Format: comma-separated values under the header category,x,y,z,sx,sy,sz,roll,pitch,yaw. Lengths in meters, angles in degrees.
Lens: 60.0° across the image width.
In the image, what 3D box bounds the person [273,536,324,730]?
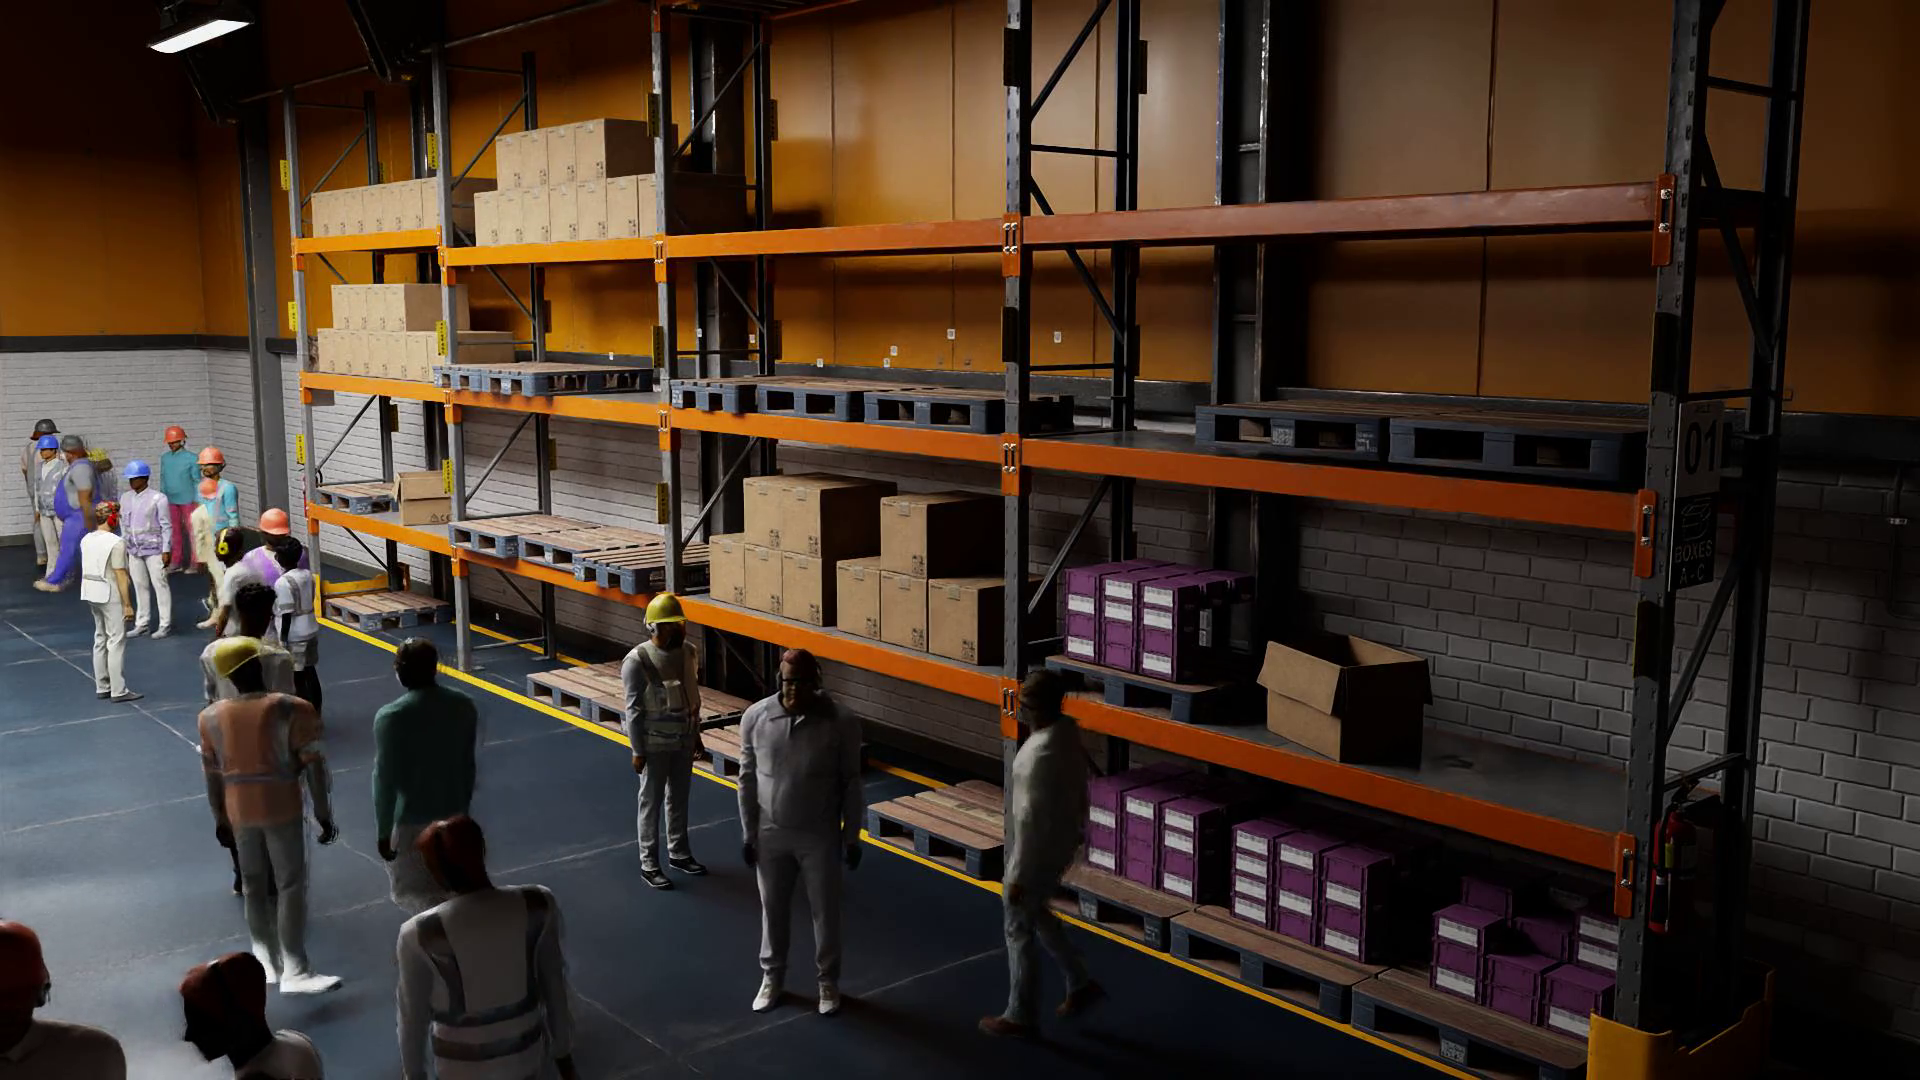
category,x,y,z,sx,sy,sz,roll,pitch,yaw
person,-5.556,0.806,13.919,0.318,1.698,0.539,1,8,4

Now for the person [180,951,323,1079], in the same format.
category,x,y,z,sx,sy,sz,roll,pitch,yaw
person,-1.919,2.052,4.700,0.392,1.873,0.641,-1,8,-8

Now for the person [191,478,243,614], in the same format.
category,x,y,z,sx,sy,sz,roll,pitch,yaw
person,-8.256,0.151,18.435,0.596,1.711,0.583,4,9,24

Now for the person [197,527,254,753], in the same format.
category,x,y,z,sx,sy,sz,roll,pitch,yaw
person,-5.815,0.828,13.296,0.622,1.839,0.573,-3,9,-20

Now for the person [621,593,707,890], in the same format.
category,x,y,z,sx,sy,sz,roll,pitch,yaw
person,-1.827,1.242,10.418,0.404,1.837,0.592,6,10,35

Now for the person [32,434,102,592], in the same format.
category,x,y,z,sx,sy,sz,roll,pitch,yaw
person,-11.106,-0.375,20.950,1.043,2.000,0.688,-3,9,-19

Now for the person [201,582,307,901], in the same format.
category,x,y,z,sx,sy,sz,roll,pitch,yaw
person,-4.275,1.227,10.133,0.605,1.954,0.397,2,8,12

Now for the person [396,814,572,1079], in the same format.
category,x,y,z,sx,sy,sz,roll,pitch,yaw
person,-1.713,1.871,5.999,0.611,1.860,0.445,-5,10,-33

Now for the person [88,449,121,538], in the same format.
category,x,y,z,sx,sy,sz,roll,pitch,yaw
person,-11.148,-0.321,21.660,0.491,1.731,0.324,5,10,30

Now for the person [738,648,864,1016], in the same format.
category,x,y,z,sx,sy,sz,roll,pitch,yaw
person,-0.815,1.484,8.514,0.654,1.904,0.404,1,8,6

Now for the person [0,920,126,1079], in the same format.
category,x,y,z,sx,sy,sz,roll,pitch,yaw
person,-2.614,2.005,4.623,0.620,1.987,0.411,-4,9,-24

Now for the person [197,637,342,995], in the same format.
category,x,y,z,sx,sy,sz,roll,pitch,yaw
person,-3.640,1.453,8.820,0.727,1.885,0.388,0,8,-1

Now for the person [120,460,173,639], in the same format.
category,x,y,z,sx,sy,sz,roll,pitch,yaw
person,-8.781,0.105,17.938,0.608,1.946,0.406,2,9,16

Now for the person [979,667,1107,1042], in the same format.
category,x,y,z,sx,sy,sz,roll,pitch,yaw
person,0.377,1.534,8.137,0.534,1.906,0.661,3,9,19

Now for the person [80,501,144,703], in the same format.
category,x,y,z,sx,sy,sz,roll,pitch,yaw
person,-7.748,0.568,15.119,0.560,1.836,0.394,5,10,32

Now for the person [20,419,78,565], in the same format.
category,x,y,z,sx,sy,sz,roll,pitch,yaw
person,-12.553,-0.663,22.958,0.675,2.000,0.537,4,9,28

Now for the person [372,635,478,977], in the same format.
category,x,y,z,sx,sy,sz,roll,pitch,yaw
person,-2.725,1.453,8.688,0.721,1.915,0.652,5,10,31

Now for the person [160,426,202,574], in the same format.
category,x,y,z,sx,sy,sz,roll,pitch,yaw
person,-10.428,-0.536,22.238,0.609,1.992,0.386,2,8,13

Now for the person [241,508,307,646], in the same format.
category,x,y,z,sx,sy,sz,roll,pitch,yaw
person,-5.723,0.686,13.996,0.548,1.925,0.392,-8,11,-42

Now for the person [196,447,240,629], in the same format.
category,x,y,z,sx,sy,sz,roll,pitch,yaw
person,-8.223,-0.008,18.376,0.615,2.047,0.358,5,9,29

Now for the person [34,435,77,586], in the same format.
category,x,y,z,sx,sy,sz,roll,pitch,yaw
person,-11.588,-0.377,21.280,0.604,1.949,0.389,3,9,19
